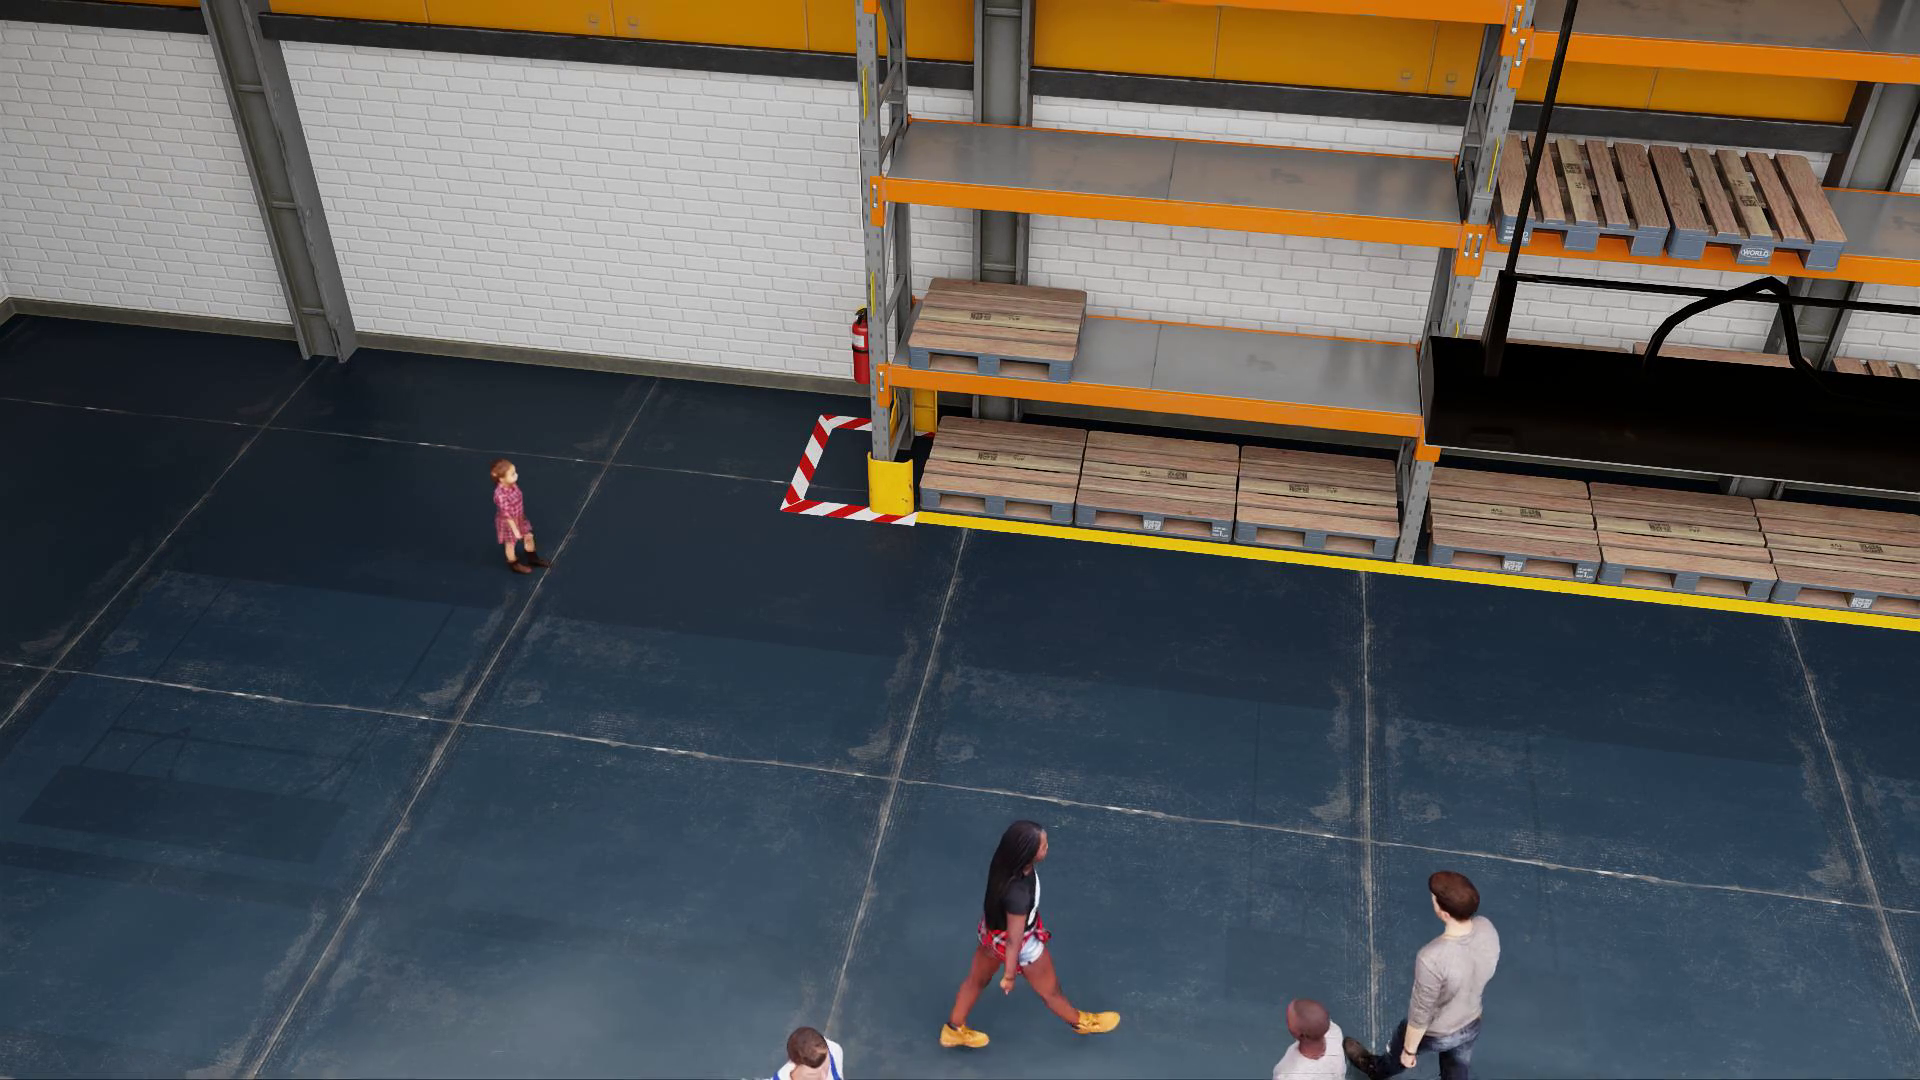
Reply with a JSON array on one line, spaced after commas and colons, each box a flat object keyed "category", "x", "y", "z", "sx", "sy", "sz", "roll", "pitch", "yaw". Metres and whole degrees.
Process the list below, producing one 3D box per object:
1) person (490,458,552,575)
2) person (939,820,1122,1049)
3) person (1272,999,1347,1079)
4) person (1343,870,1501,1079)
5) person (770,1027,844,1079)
[{"category": "person", "x": -3.303, "y": -0.166, "z": 12.075, "sx": 0.519, "sy": 1.013, "sz": 0.423, "roll": 7, "pitch": 39, "yaw": 9}, {"category": "person", "x": 0.171, "y": 2.122, "z": 8.685, "sx": 1.281, "sy": 1.668, "sz": 0.902, "roll": -5, "pitch": 39, "yaw": -6}, {"category": "person", "x": 1.677, "y": 2.794, "z": 7.792, "sx": 1.234, "sy": 1.733, "sz": 0.989, "roll": 27, "pitch": 46, "yaw": 30}, {"category": "person", "x": 2.424, "y": 2.445, "z": 8.140, "sx": 1.242, "sy": 1.844, "sz": 1.204, "roll": -18, "pitch": 42, "yaw": -21}, {"category": "person", "x": -0.774, "y": 2.757, "z": 7.792, "sx": 1.136, "sy": 1.792, "sz": 1.298, "roll": -30, "pitch": 47, "yaw": -32}]
